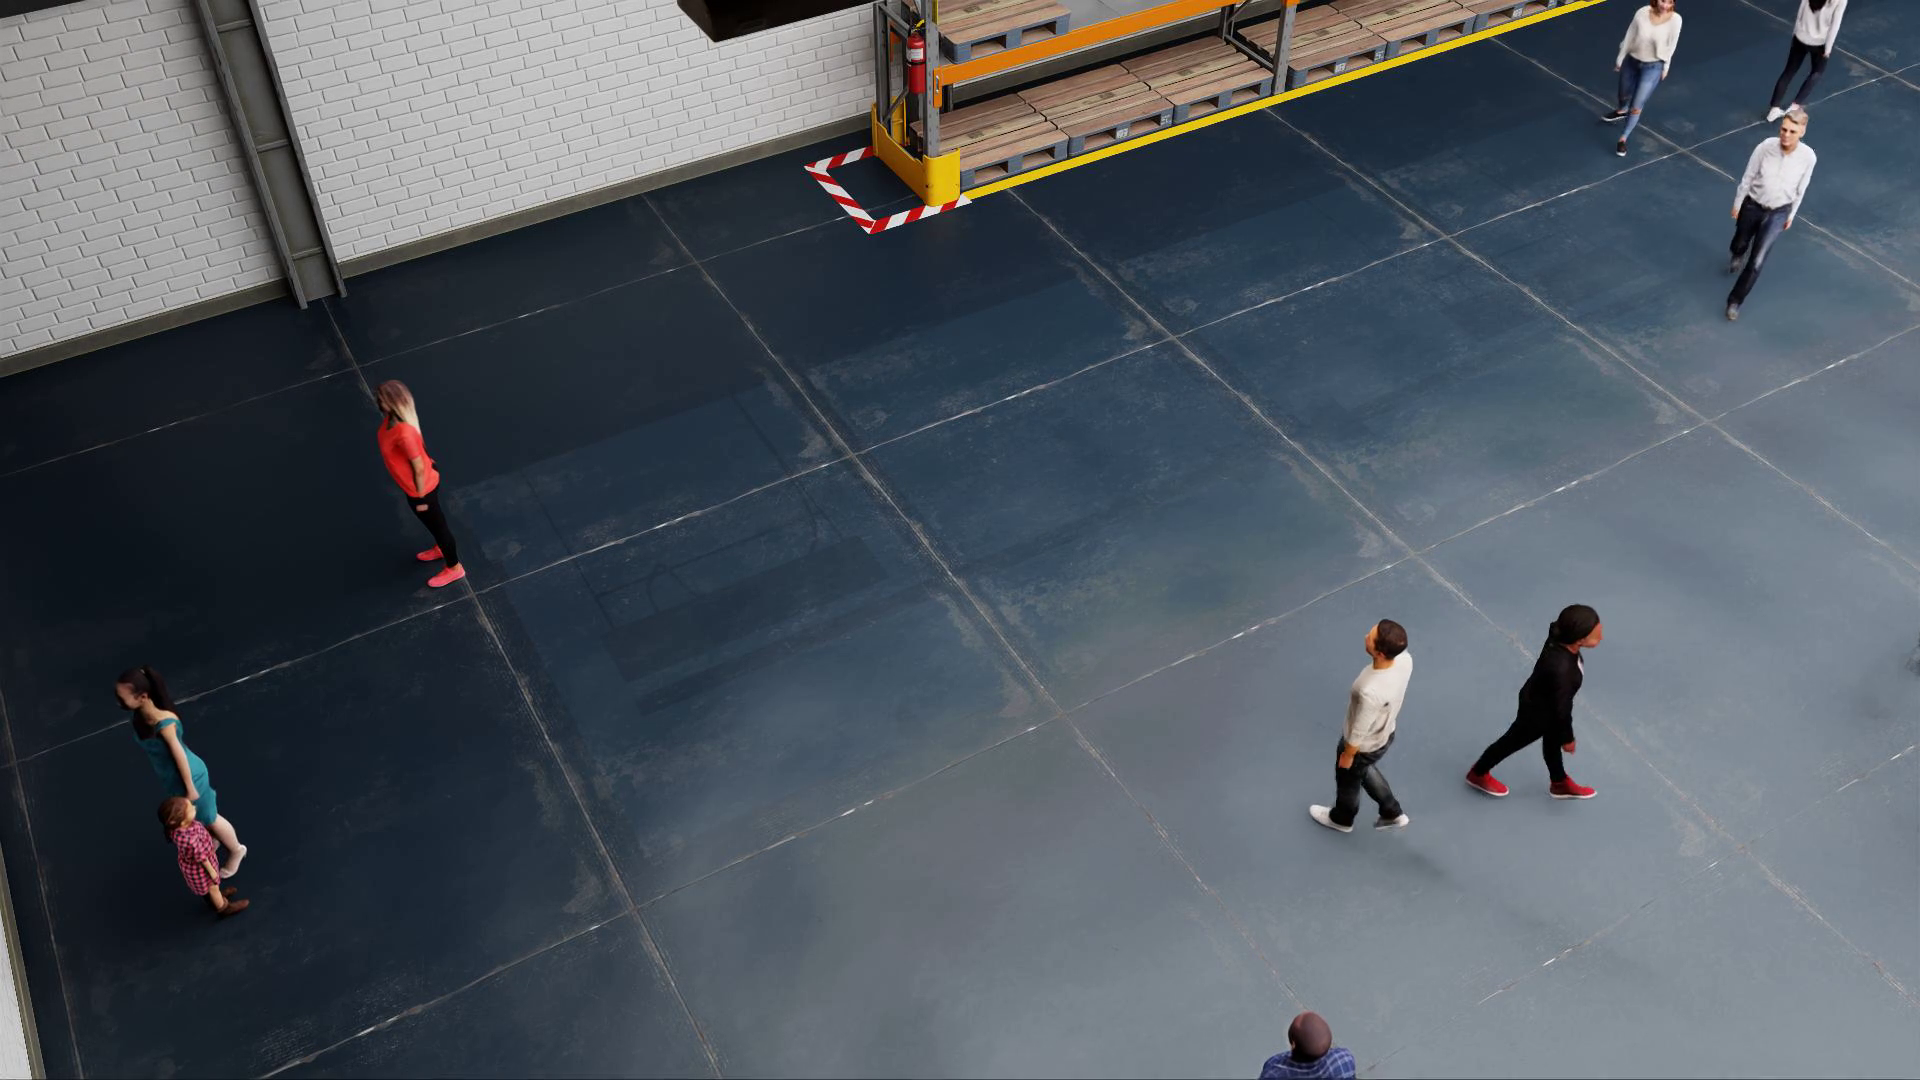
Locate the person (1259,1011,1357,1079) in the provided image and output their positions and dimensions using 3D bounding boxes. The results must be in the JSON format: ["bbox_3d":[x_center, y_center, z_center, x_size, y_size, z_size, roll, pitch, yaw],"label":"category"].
[{"bbox_3d":[1.541,2.759,7.849,0.599,1.825,0.765,-15,46,-15],"label":"person"}]

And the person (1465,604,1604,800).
[{"bbox_3d":[3.346,0.977,9.850,1.017,1.645,1.023,16,46,16],"label":"person"}]

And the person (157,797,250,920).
[{"bbox_3d":[-4.331,1.803,9.435,0.466,1.022,0.498,34,53,30],"label":"person"}]

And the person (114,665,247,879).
[{"bbox_3d":[-4.428,1.320,9.462,0.613,1.683,0.583,30,51,28],"label":"person"}]

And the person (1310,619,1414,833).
[{"bbox_3d":[2.423,1.141,9.563,0.924,1.803,0.893,23,48,23],"label":"person"}]

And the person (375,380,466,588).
[{"bbox_3d":[-3.659,-0.402,11.262,0.552,1.693,0.606,-17,46,-17],"label":"person"}]

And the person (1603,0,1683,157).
[{"bbox_3d":[6.374,-4.438,15.520,0.894,1.665,1.030,31,51,28],"label":"person"}]

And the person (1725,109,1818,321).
[{"bbox_3d":[6.618,-2.754,13.663,1.049,1.788,1.249,21,47,20],"label":"person"}]

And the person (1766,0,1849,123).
[{"bbox_3d":[8.037,-4.740,15.820,0.600,1.688,0.637,-24,48,-23],"label":"person"}]
